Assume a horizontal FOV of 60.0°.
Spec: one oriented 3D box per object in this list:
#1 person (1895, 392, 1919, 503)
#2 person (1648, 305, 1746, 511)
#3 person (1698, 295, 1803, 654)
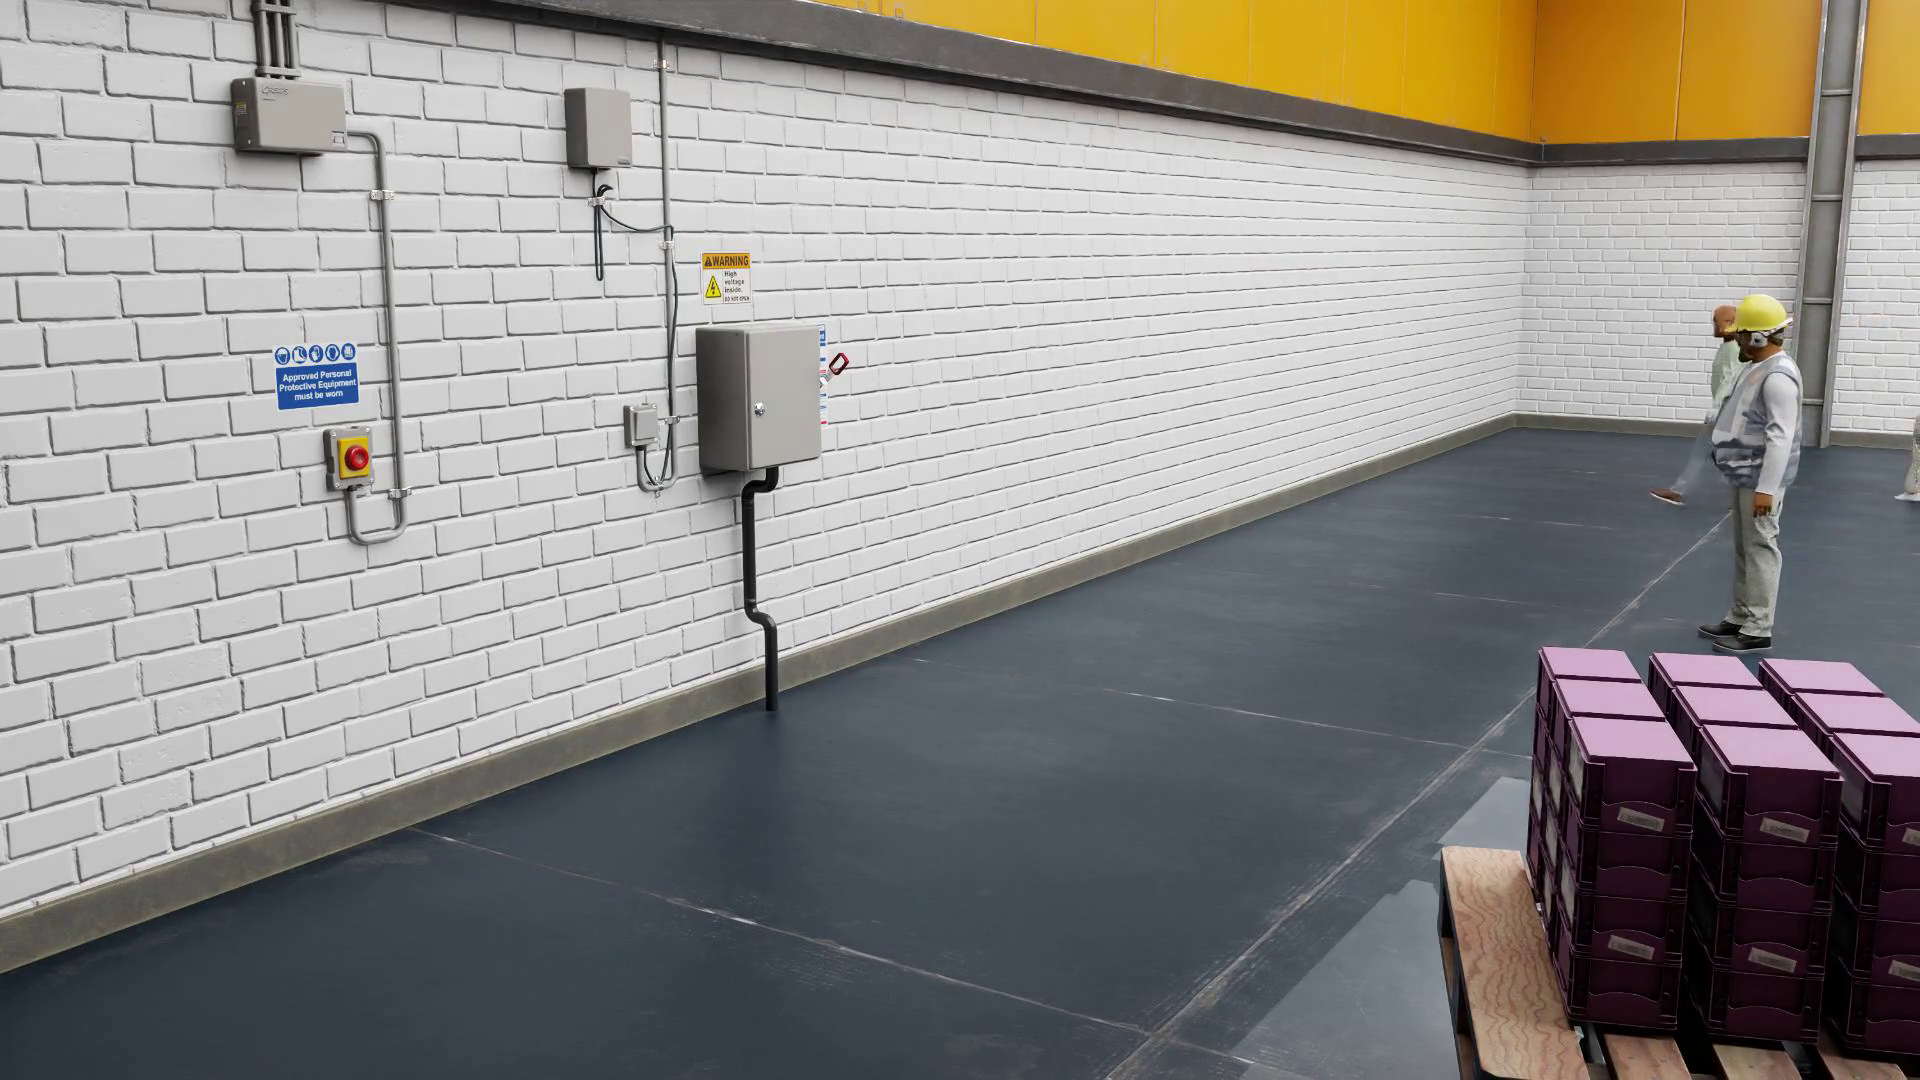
[{"bbox_3d":[7.793,-1.051,13.084,0.518,1.616,0.749,-2,10,-11],"label":"person"},{"bbox_3d":[5.868,-1.012,12.913,0.836,1.589,0.519,2,10,11],"label":"person"},{"bbox_3d":[4.046,-0.329,8.488,0.404,1.827,0.588,3,11,15],"label":"person"}]
